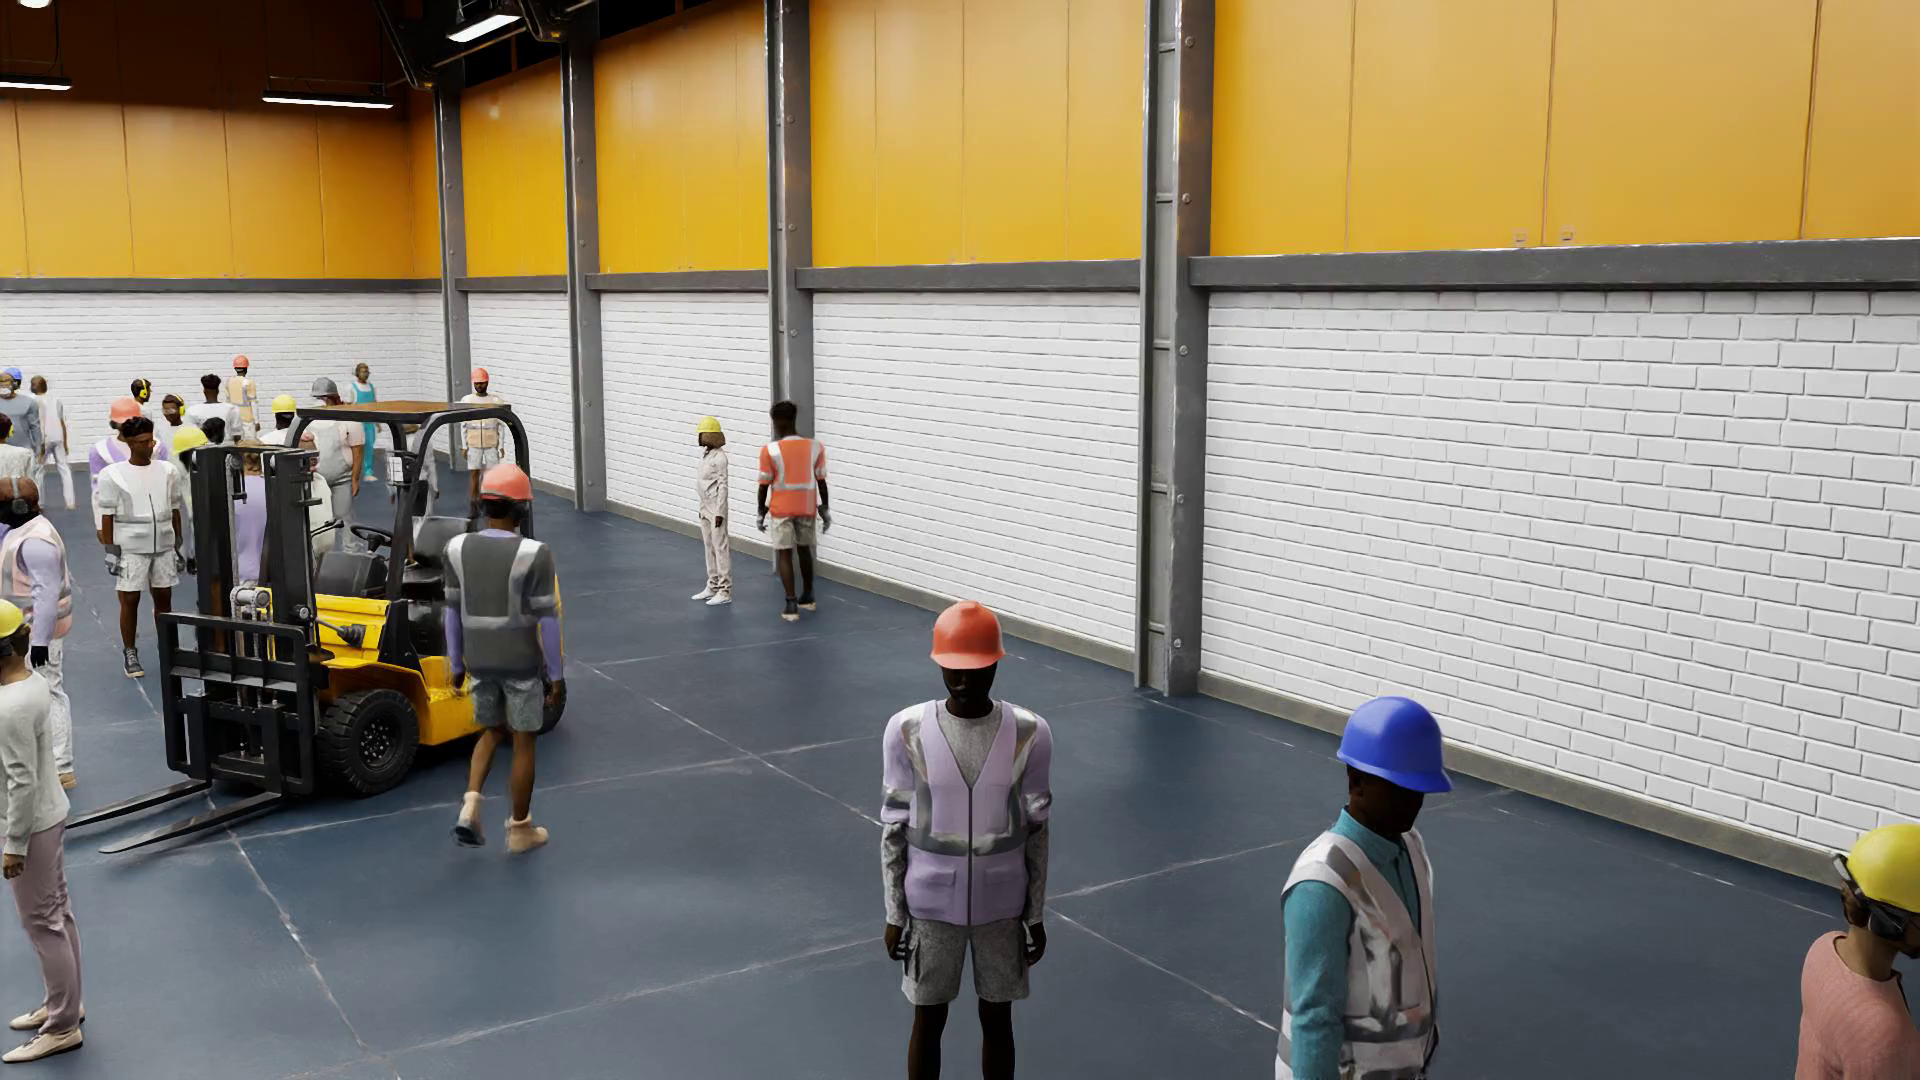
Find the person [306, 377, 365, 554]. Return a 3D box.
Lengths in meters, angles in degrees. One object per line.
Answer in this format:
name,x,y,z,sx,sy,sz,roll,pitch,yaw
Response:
person,-6.433,-0.640,16.918,0.674,2.000,0.535,1,9,8

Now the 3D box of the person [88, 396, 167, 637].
person,-6.912,-0.189,13.928,0.613,2.031,0.410,-7,11,-38

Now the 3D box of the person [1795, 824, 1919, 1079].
person,1.987,1.469,3.676,0.338,1.756,0.532,2,9,15

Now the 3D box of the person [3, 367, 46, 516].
person,-12.072,-1.246,21.350,0.606,1.940,0.415,-6,10,-33

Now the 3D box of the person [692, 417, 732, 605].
person,-2.312,-0.275,15.456,0.297,1.744,0.487,-5,10,-31

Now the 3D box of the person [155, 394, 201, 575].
person,-7.962,-0.561,16.998,0.505,1.864,0.331,1,8,5

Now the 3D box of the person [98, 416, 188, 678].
person,-6.154,0.042,12.567,0.361,1.964,0.615,7,11,40

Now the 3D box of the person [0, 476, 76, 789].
person,-5.377,0.542,9.627,0.429,1.839,0.634,-6,10,-35

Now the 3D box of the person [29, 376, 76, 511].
person,-12.107,-1.271,22.066,0.814,1.790,0.544,4,9,27

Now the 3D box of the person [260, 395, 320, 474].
person,-6.350,-0.412,15.763,0.365,1.928,0.585,7,11,38

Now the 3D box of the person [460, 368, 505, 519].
person,-6.082,-1.226,21.210,0.543,1.939,0.360,-2,9,-11

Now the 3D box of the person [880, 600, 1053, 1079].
person,0.023,1.142,5.251,0.544,1.939,0.354,-1,8,-4

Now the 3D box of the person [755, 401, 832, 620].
person,-1.518,-0.272,14.839,0.659,1.920,0.730,-4,9,-25

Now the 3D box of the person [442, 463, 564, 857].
person,-2.313,0.623,8.451,0.621,2.025,0.492,2,9,15

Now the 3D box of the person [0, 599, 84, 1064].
person,-3.550,1.080,6.274,0.338,1.759,0.528,-3,9,-21

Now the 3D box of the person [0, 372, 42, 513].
person,-11.543,-1.078,20.273,0.636,1.928,0.380,-4,9,-26

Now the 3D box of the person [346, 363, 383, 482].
person,-9.103,-1.792,25.377,0.428,1.831,0.519,6,10,35

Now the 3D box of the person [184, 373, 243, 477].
person,-8.622,-0.949,19.250,0.620,1.965,0.369,-4,9,-26

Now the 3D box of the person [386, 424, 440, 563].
person,-5.727,-0.540,17.372,0.491,1.701,0.758,1,8,6

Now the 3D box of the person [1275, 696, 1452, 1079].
person,0.970,1.320,4.027,0.403,1.944,0.606,6,10,33

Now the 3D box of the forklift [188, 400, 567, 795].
forklift,-3.529,0.258,10.348,1.214,2.155,2.313,4,9,25

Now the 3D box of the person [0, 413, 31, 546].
person,-8.237,-0.175,14.361,0.309,1.868,0.532,4,9,26

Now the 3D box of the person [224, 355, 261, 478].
person,-10.941,-1.855,25.449,0.552,1.939,0.355,3,9,17
